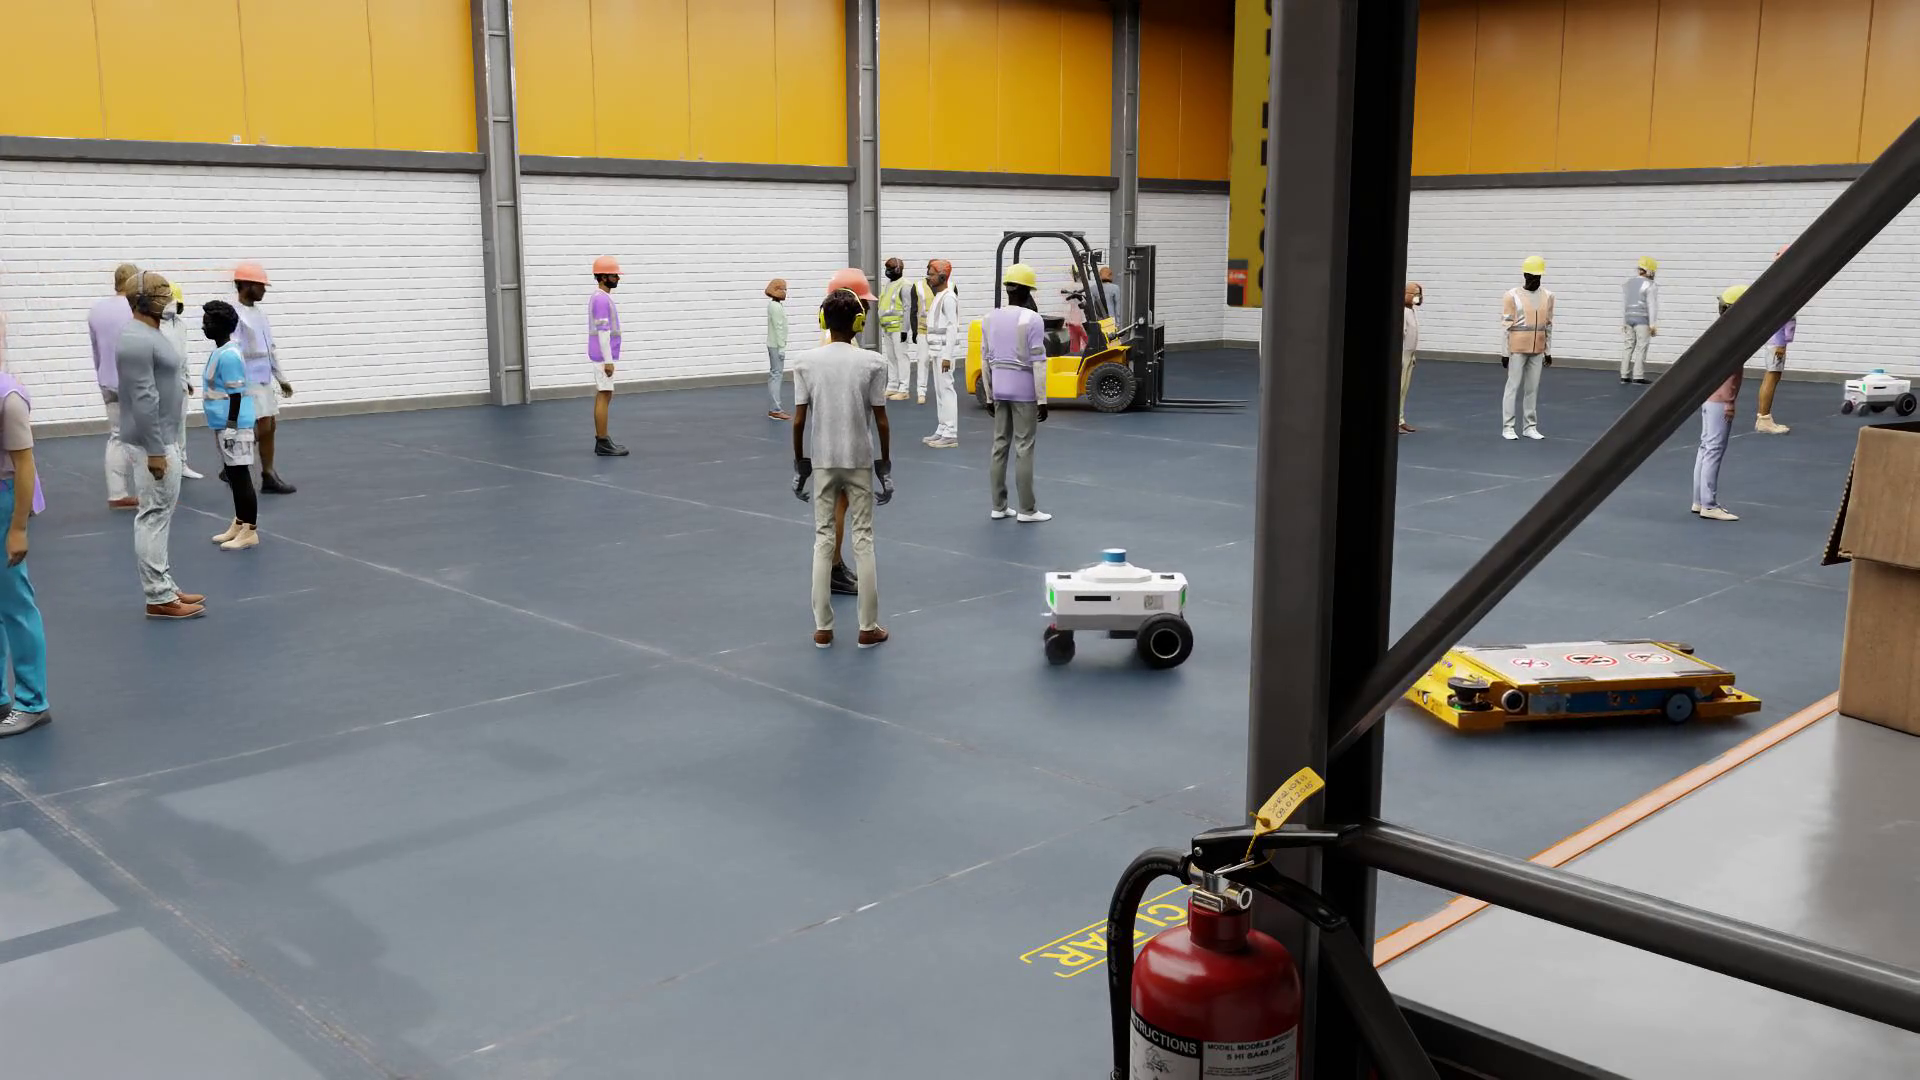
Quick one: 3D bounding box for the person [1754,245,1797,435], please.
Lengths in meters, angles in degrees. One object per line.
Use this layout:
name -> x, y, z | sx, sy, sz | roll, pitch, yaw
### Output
person -> 8.859, -2.157, 17.923 | 0.396, 2.032, 0.615 | 4, 11, 22

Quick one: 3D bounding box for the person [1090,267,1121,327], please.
person -> 2.299, -3.514, 26.413 | 0.507, 1.632, 0.275 | 2, 11, 13

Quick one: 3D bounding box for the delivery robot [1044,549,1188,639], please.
delivery robot -> 0.780, 0.288, 8.374 | 0.707, 0.478, 0.477 | 0, 10, 1

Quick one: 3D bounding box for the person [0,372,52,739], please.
person -> -4.159, -0.083, 7.125 | 0.563, 1.847, 0.389 | 5, 12, 27

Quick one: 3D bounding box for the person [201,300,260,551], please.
person -> -4.982, -0.781, 11.341 | 0.318, 1.697, 0.535 | -6, 12, -31

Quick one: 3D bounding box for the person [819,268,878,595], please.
person -> -0.669, -0.645, 9.940 | 0.376, 1.935, 0.550 | -1, 10, -5

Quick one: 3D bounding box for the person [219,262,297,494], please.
person -> -5.766, -1.310, 13.623 | 0.485, 1.918, 0.556 | 0, 10, 2

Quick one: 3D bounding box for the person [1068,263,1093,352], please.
person -> 1.725, -3.059, 23.608 | 0.467, 1.748, 0.552 | -4, 11, -19

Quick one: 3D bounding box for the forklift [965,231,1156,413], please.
forklift -> 1.222, -2.721, 20.561 | 2.313, 2.155, 1.214 | 2, 11, 13

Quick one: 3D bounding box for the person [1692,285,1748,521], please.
person -> 5.769, -1.034, 12.554 | 0.328, 1.760, 0.523 | 3, 11, 14

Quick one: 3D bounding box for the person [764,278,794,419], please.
person -> -2.119, -2.223, 19.377 | 0.289, 1.633, 0.498 | -3, 11, -14

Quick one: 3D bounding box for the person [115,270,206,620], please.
person -> -4.483, -0.527, 9.295 | 0.372, 1.940, 0.627 | -4, 11, -21

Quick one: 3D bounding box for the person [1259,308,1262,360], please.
person -> 2.942, -1.551, 14.778 | 0.616, 1.985, 0.405 | 10, 14, 43

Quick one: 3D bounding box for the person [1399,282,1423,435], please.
person -> 4.813, -1.961, 17.953 | 0.285, 1.631, 0.501 | 6, 12, 31

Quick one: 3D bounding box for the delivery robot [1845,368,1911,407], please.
delivery robot -> 10.893, -1.798, 19.746 | 0.707, 0.478, 0.477 | -3, 11, -14

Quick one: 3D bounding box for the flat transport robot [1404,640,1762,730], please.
flat transport robot -> 2.767, 0.637, 7.497 | 1.431, 0.197, 0.652 | -2, 11, -10

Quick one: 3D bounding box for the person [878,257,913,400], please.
person -> -0.847, -2.742, 21.637 | 0.429, 1.845, 0.620 | -6, 12, -30

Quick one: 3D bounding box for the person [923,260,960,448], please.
person -> -0.181, -1.877, 16.806 | 0.343, 1.882, 0.586 | -2, 11, -12

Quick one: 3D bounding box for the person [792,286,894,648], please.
person -> -0.607, -0.367, 8.615 | 0.536, 1.869, 0.312 | 1, 10, 6

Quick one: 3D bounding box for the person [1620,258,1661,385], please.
person -> 9.733, -3.112, 23.773 | 0.417, 1.813, 0.625 | -4, 11, -18

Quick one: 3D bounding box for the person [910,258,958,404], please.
person -> -0.322, -2.639, 21.090 | 0.624, 1.840, 0.429 | -2, 11, -10

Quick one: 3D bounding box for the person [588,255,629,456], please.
person -> -3.425, -1.786, 16.160 | 0.370, 1.939, 0.543 | -2, 11, -13

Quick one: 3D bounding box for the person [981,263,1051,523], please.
person -> 0.423, -1.088, 12.399 | 0.585, 1.923, 0.376 | 9, 14, 40

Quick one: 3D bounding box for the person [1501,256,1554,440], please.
person -> 5.930, -1.998, 17.378 | 0.583, 1.921, 0.390 | -3, 11, -15

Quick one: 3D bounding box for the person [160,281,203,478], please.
person -> -6.826, -1.365, 14.423 | 0.320, 1.735, 0.484 | 3, 11, 14

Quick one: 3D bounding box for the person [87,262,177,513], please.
person -> -6.336, -1.148, 12.727 | 0.655, 1.920, 0.402 | 4, 11, 19
